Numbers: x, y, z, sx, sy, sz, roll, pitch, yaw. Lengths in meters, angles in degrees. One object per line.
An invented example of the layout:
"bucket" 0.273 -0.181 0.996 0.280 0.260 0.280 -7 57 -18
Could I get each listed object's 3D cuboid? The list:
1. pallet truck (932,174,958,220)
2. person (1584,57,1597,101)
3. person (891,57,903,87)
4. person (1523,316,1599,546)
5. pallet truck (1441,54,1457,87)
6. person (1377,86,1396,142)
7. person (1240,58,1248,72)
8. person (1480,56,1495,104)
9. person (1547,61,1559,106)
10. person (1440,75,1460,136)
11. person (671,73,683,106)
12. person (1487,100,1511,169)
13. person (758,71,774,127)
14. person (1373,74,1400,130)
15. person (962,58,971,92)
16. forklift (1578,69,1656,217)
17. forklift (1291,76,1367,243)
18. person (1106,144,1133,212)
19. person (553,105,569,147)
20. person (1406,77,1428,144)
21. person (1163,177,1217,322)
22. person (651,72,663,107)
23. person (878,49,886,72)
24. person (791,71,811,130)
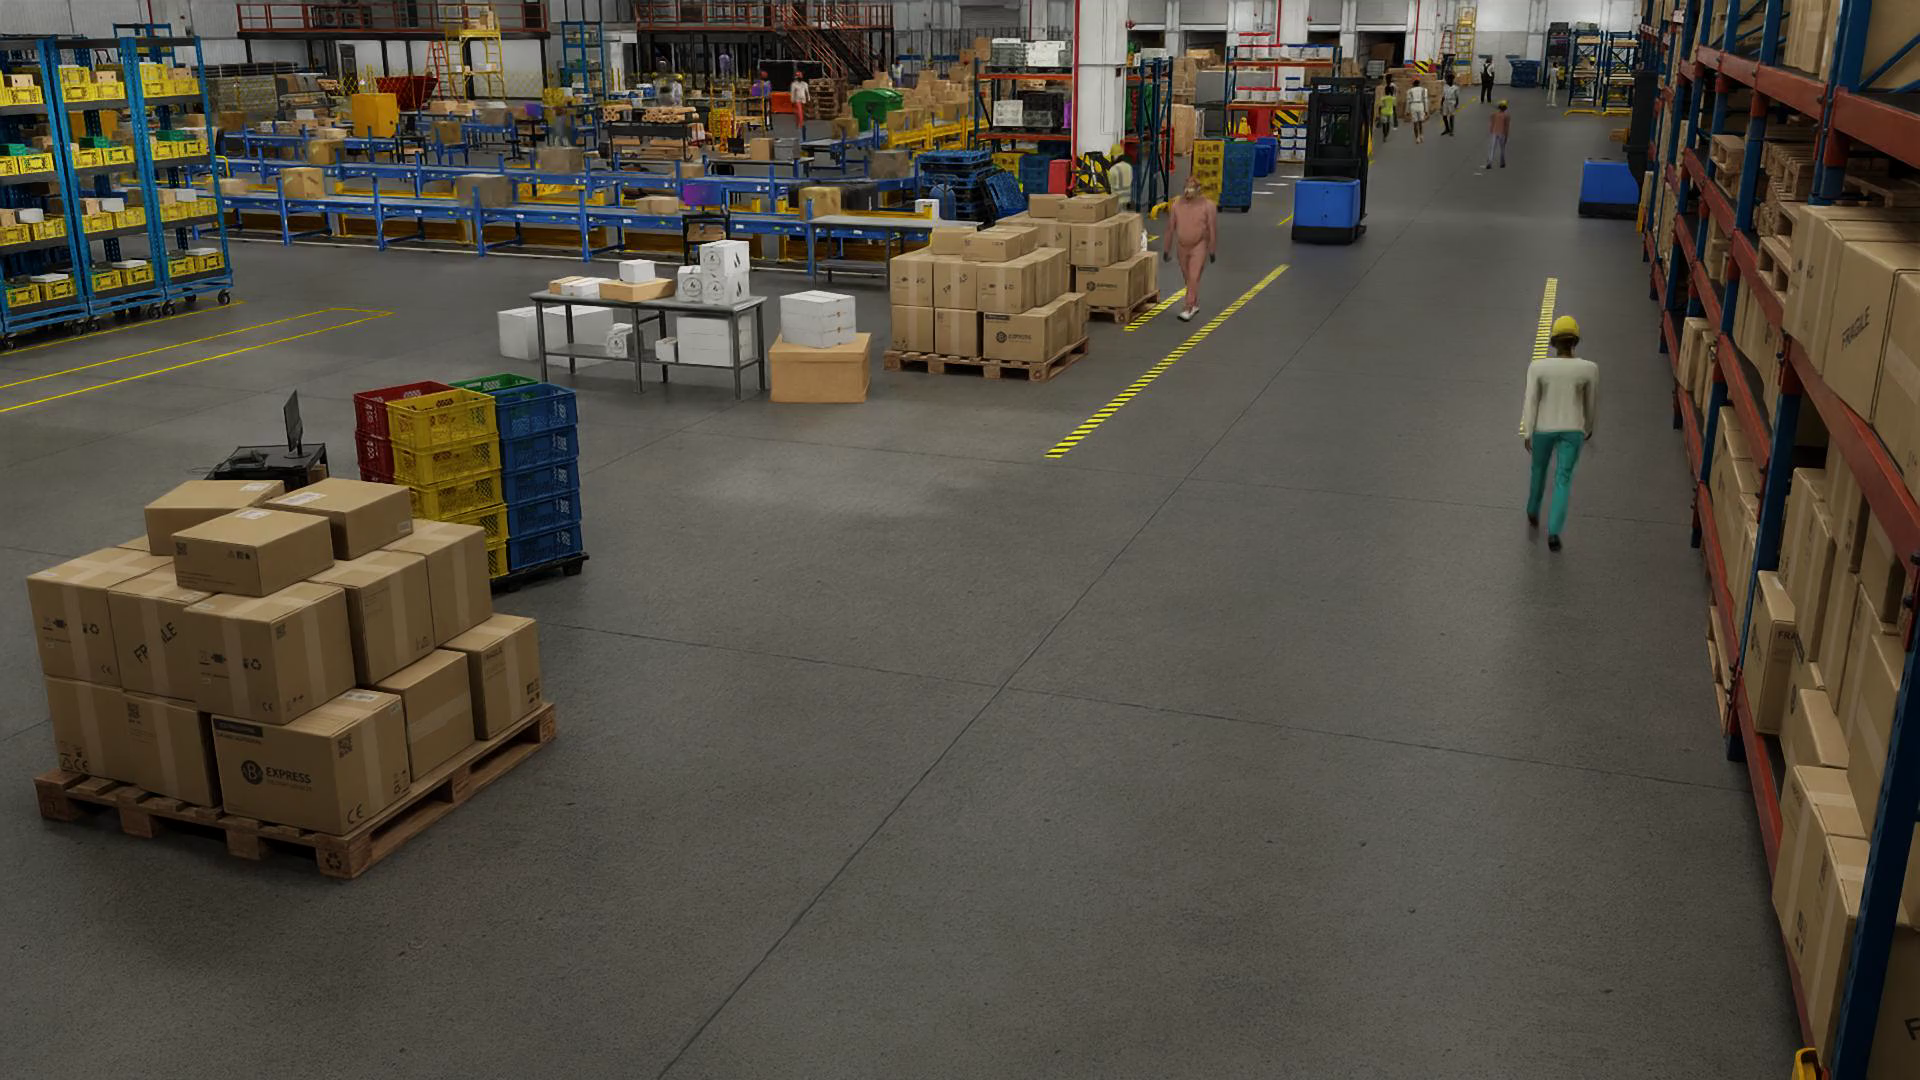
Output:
"pallet truck" -0.507 -5.292 27.348 0.653 1.274 1.630 6 19 19
"person" 28.448 -20.800 75.059 0.377 1.923 0.595 -9 20 -26
"person" -2.886 -21.293 76.692 0.590 1.891 0.800 4 18 13
"person" 4.576 -0.853 12.729 0.527 1.718 0.923 6 19 19
"pallet truck" 22.765 -21.886 78.355 0.823 1.965 1.885 -4 18 -14
"person" 13.249 -13.282 51.829 0.552 1.671 0.683 -3 18 -10
"person" 13.903 -22.744 81.264 0.571 1.864 0.581 -15 23 -39
"person" 23.168 -20.177 72.916 0.538 2.000 0.683 -13 22 -36
"person" 25.382 -19.522 71.137 0.312 1.869 0.537 -13 22 -36
"person" 15.980 -14.130 54.101 0.462 1.940 0.680 -12 21 -34
"person" -10.208 -15.744 59.411 0.713 1.794 0.622 7 19 22
"person" 13.880 -10.437 42.825 0.523 1.726 0.898 11 21 31
"person" -6.864 -15.490 58.407 0.584 1.908 0.571 14 23 38
"person" 14.625 -14.935 56.732 0.992 1.874 0.608 -4 18 -12
"person" 0.249 -20.883 75.387 0.992 1.882 0.548 -1 18 -4
"forklift" 13.219 -7.740 32.475 1.873 2.768 1.129 6 19 18
"forklift" 6.598 -6.755 29.381 1.129 2.768 1.873 6 19 19
"person" 2.711 -5.694 27.814 0.783 1.801 0.594 13 22 35
"person" -10.344 -10.402 42.939 0.501 1.586 0.859 15 23 40
"person" 14.043 -13.228 51.180 0.670 1.977 0.947 3 18 9
"person" 3.006 -3.824 21.848 0.666 1.847 1.010 11 21 31
"person" -11.410 -16.801 62.831 0.788 1.719 0.496 7 19 20
"person" -4.491 -27.340 95.743 0.514 1.841 0.327 -11 21 -32
"person" -5.470 -14.999 56.797 0.611 1.959 0.994 -10 20 -29
